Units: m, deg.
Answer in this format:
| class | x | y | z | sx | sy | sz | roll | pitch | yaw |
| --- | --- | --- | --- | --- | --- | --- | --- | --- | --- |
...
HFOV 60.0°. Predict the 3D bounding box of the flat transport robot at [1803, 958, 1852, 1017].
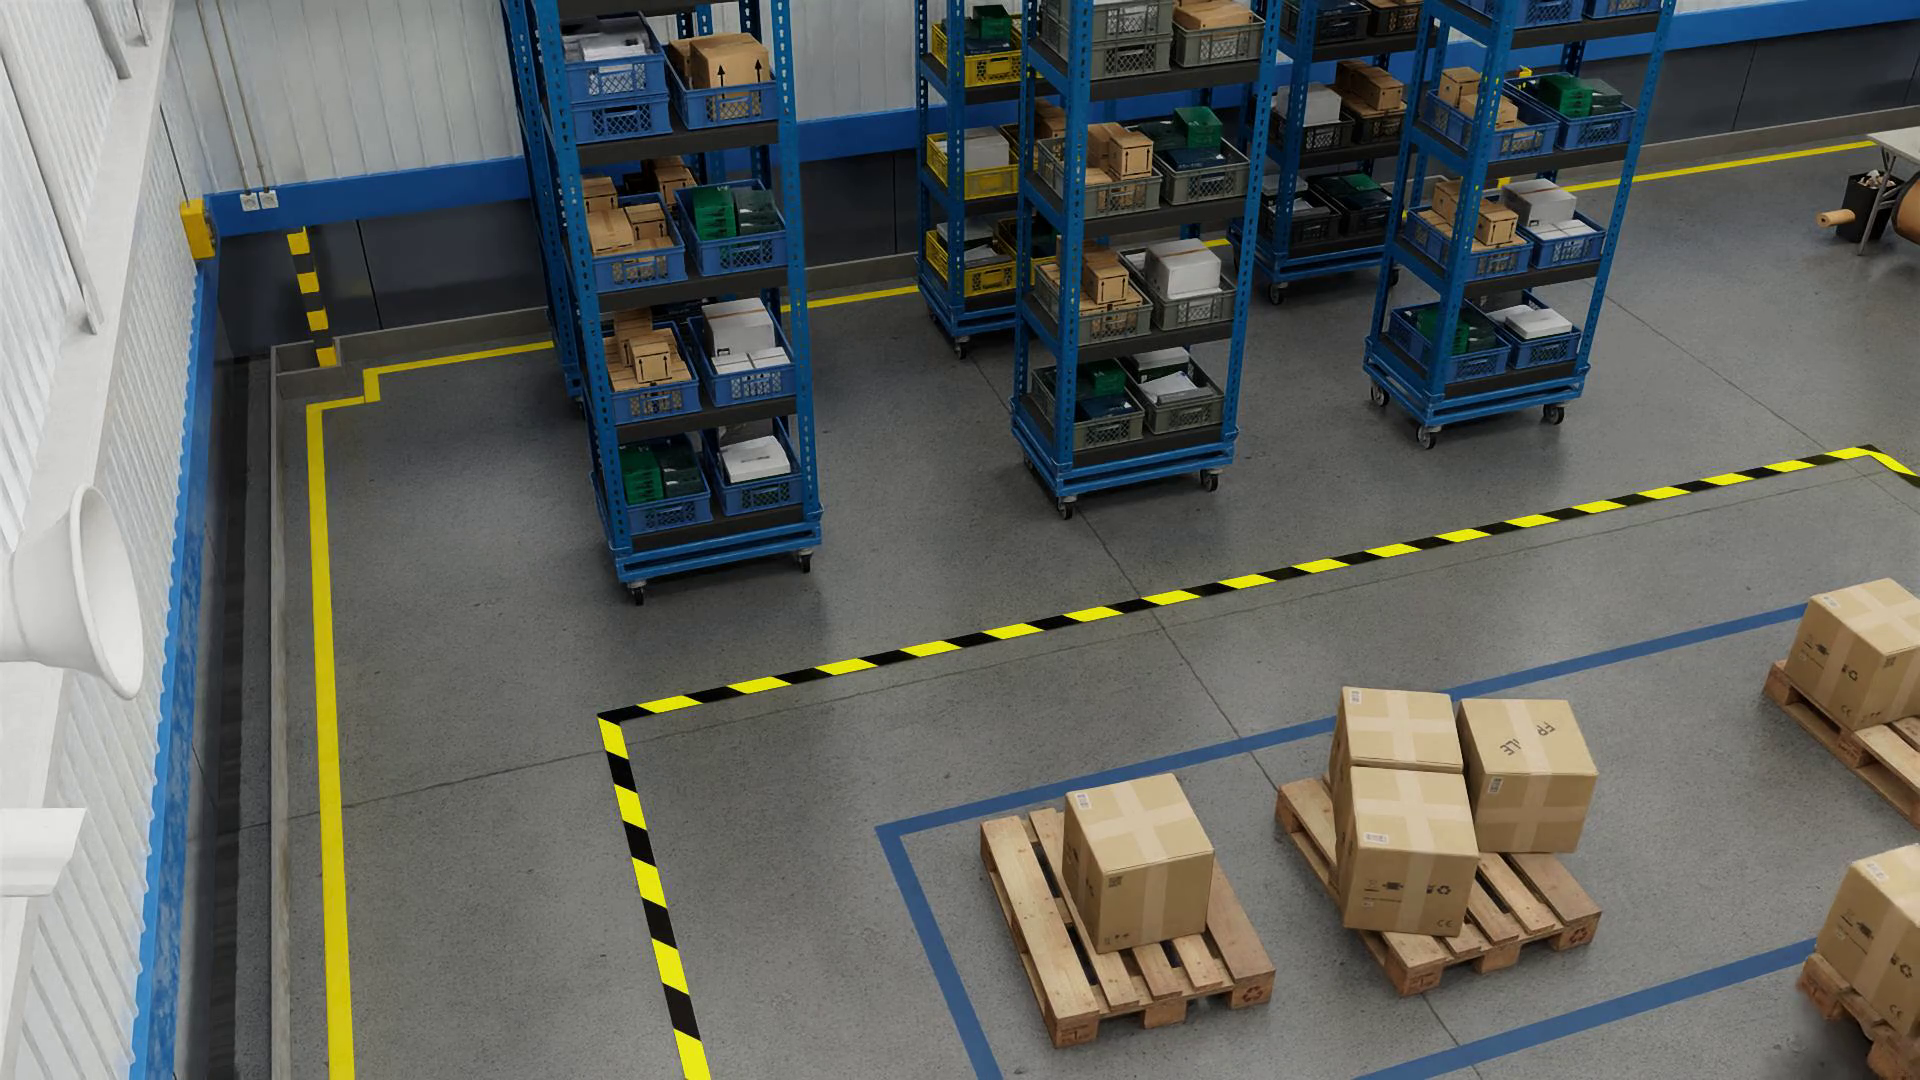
| class | x | y | z | sx | sy | sz | roll | pitch | yaw |
| --- | --- | --- | --- | --- | --- | --- | --- | --- | --- |
| flat transport robot | 4.318 | 2.173 | 6.951 | 0.652 | 0.197 | 1.431 | -11 | 37 | -15 |
